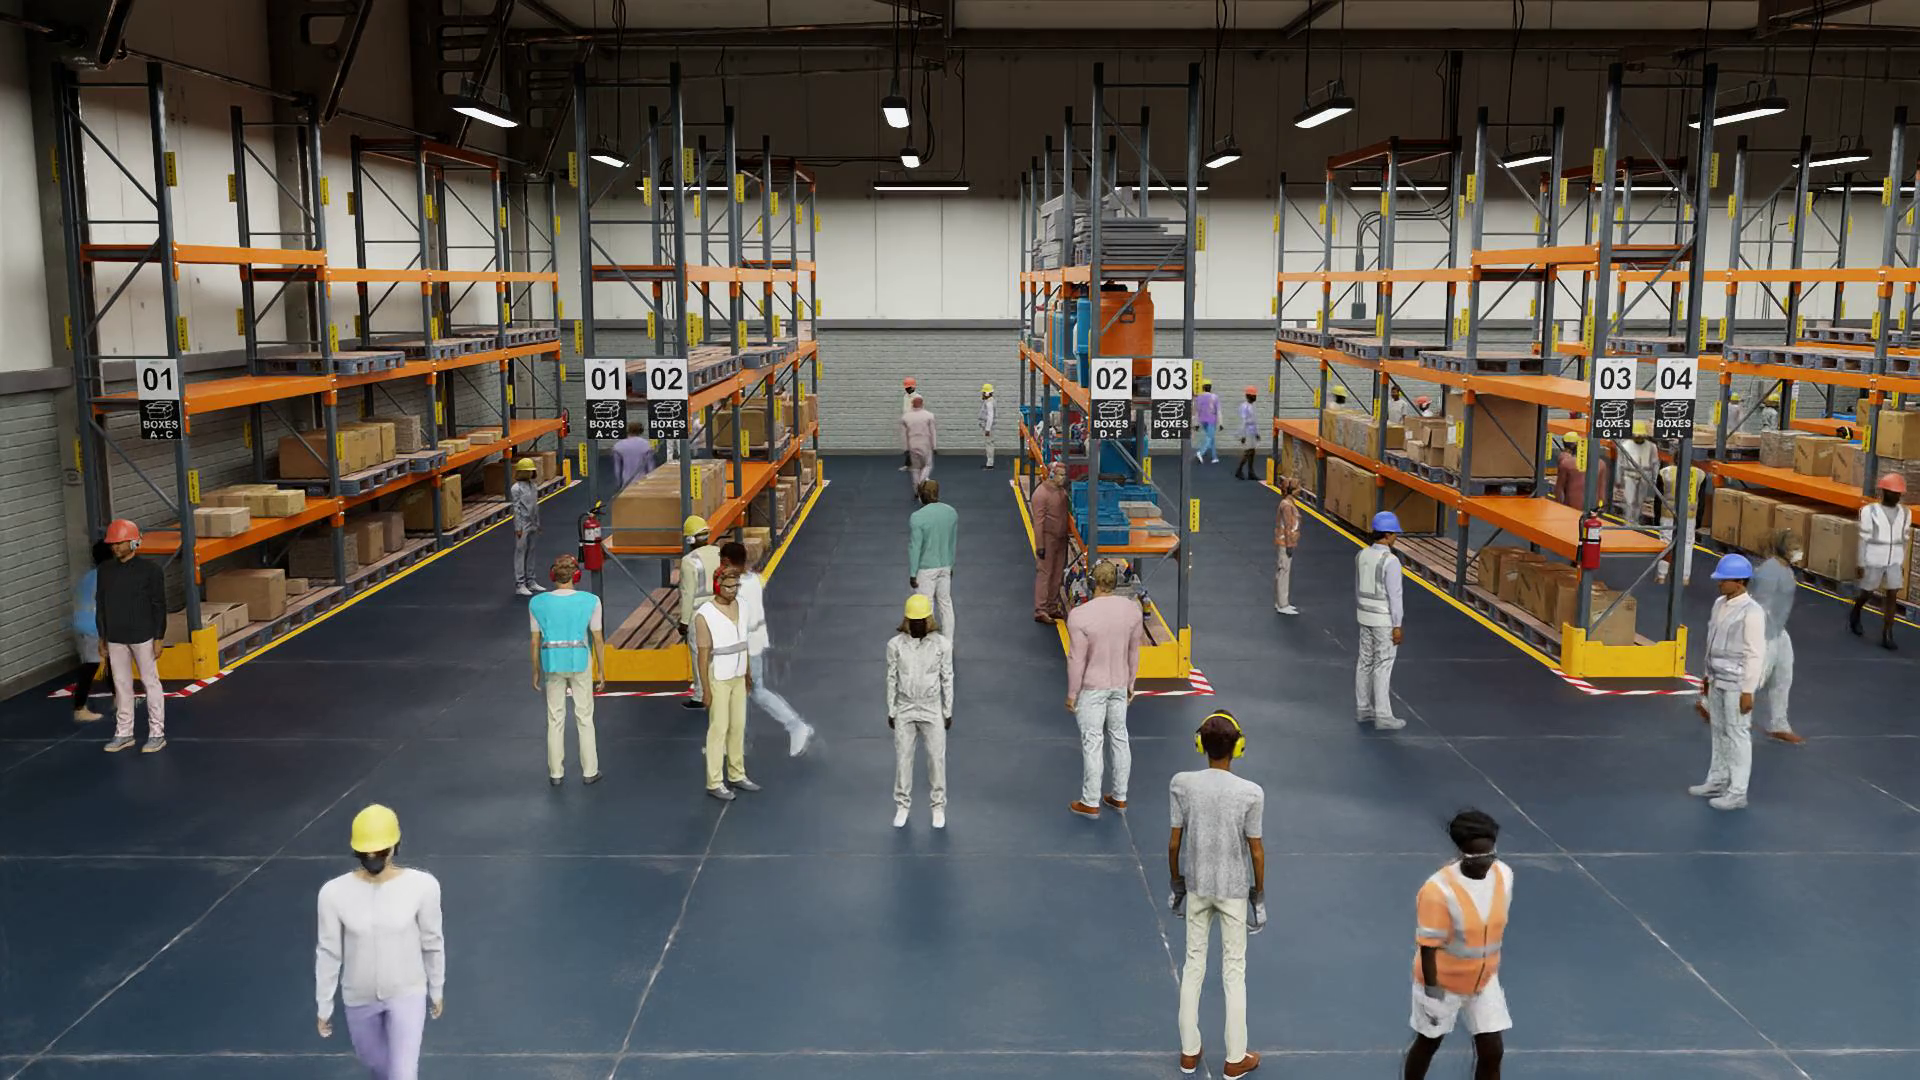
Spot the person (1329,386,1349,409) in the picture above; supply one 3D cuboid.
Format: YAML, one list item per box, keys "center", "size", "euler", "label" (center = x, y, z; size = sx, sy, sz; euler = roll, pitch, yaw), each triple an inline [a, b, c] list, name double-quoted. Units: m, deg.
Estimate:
- center: [7.565, -2.140, 33.403]
  size: [0.623, 1.892, 0.591]
  euler: [5, 10, 28]
  label: "person"

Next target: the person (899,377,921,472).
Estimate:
- center: [-1.027, -2.408, 34.811]
  size: [0.388, 1.987, 0.608]
  euler: [-7, 11, -38]
  label: "person"

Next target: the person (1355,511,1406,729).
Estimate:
- center: [3.754, 0.711, 14.864]
  size: [0.382, 1.949, 0.605]
  euler: [-3, 9, -21]
  label: "person"

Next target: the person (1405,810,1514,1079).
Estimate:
- center: [2.268, 1.994, 7.514]
  size: [0.549, 1.650, 0.777]
  euler: [-3, 9, -20]
  label: "person"

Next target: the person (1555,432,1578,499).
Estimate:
- center: [9.020, -0.730, 24.726]
  size: [0.329, 1.765, 0.527]
  euler: [1, 9, 6]
  label: "person"

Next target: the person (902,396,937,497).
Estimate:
- center: [-0.734, -1.722, 30.711]
  size: [0.661, 1.884, 0.422]
  euler: [3, 9, 18]
  label: "person"

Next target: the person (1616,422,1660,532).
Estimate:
- center: [10.578, -0.928, 25.887]
  size: [0.612, 1.785, 0.894]
  euler: [1, 9, 8]
  label: "person"

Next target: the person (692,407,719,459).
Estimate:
- center: [-4.539, -1.600, 30.213]
  size: [0.621, 1.811, 0.918]
  euler: [-1, 9, -7]
  label: "person"

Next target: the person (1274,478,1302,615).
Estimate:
- center: [3.937, 0.065, 20.007]
  size: [0.314, 1.642, 0.514]
  euler: [2, 9, 10]
  label: "person"

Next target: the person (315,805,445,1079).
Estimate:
- center: [-2.552, 1.982, 7.372]
  size: [0.531, 1.730, 0.871]
  euler: [-2, 9, -10]
  label: "person"

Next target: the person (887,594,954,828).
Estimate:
- center: [-0.294, 1.245, 12.124]
  size: [0.487, 1.736, 0.321]
  euler: [1, 9, 6]
  label: "person"

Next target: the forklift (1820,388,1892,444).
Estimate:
- center: [20.072, -3.110, 36.462]
  size: [1.873, 2.768, 1.129]
  euler: [0, 9, 0]
  label: "forklift"

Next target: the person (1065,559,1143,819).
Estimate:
- center: [1.053, 1.103, 12.379]
  size: [0.630, 1.940, 0.372]
  euler: [-5, 10, -30]
  label: "person"

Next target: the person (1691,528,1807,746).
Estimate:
- center: [6.891, 0.810, 14.398]
  size: [0.844, 1.905, 0.662]
  euler: [8, 12, 40]
  label: "person"

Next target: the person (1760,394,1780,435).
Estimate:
- center: [16.361, -2.092, 33.597]
  size: [0.317, 1.733, 0.491]
  euler: [0, 9, -3]
  label: "person"

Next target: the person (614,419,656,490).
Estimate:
- center: [-4.874, -0.868, 25.121]
  size: [0.649, 1.907, 0.816]
  euler: [1, 9, 3]
  label: "person"

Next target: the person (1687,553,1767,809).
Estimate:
- center: [5.837, 1.061, 12.616]
  size: [0.398, 1.944, 0.613]
  euler: [0, 9, -2]
  label: "person"

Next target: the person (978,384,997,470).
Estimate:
- center: [0.586, -2.389, 35.182]
  size: [0.404, 1.830, 0.603]
  euler: [1, 9, 4]
  label: "person"

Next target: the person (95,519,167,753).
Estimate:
- center: [-7.020, 0.810, 14.083]
  size: [0.612, 1.995, 0.376]
  euler: [1, 9, 6]
  label: "person"

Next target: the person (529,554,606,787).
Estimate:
- center: [-3.090, 1.034, 13.113]
  size: [0.572, 1.843, 0.373]
  euler: [-1, 9, -6]
  label: "person"

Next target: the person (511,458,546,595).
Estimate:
- center: [-5.522, -0.179, 21.249]
  size: [0.294, 1.744, 0.486]
  euler: [3, 9, 19]
  label: "person"

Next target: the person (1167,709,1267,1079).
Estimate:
- center: [1.290, 1.764, 8.331]
  size: [0.520, 1.876, 0.326]
  euler: [4, 10, 24]
  label: "person"

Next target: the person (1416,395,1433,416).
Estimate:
- center: [9.148, -1.983, 32.823]
  size: [0.342, 1.748, 0.573]
  euler: [3, 9, 19]
  label: "person"

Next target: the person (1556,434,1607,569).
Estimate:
- center: [8.542, -0.508, 22.895]
  size: [0.658, 1.890, 0.594]
  euler: [1, 9, 4]
  label: "person"

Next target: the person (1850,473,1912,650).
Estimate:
- center: [10.098, 0.202, 18.234]
  size: [0.555, 1.917, 0.807]
  euler: [1, 9, 6]
  label: "person"

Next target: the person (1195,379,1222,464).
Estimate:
- center: [5.405, -2.585, 36.367]
  size: [0.645, 1.865, 0.881]
  euler: [7, 12, 40]
  label: "person"

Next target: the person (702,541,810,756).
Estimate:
- center: [-1.727, 0.917, 13.799]
  size: [0.881, 1.865, 0.644]
  euler: [2, 9, 12]
  label: "person"

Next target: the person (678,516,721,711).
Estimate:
- center: [-2.413, 0.678, 15.483]
  size: [0.403, 1.822, 0.589]
  euler: [5, 10, 30]
  label: "person"

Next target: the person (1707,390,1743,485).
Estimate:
- center: [15.074, -2.036, 32.749]
  size: [0.647, 1.898, 0.942]
  euler: [2, 9, 13]
  label: "person"

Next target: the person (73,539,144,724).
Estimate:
- center: [-7.767, 0.814, 15.130]
  size: [0.744, 1.649, 0.539]
  euler: [-8, 12, -42]
  label: "person"

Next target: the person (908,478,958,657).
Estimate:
- center: [-0.289, 0.309, 17.520]
  size: [0.630, 1.933, 0.364]
  euler: [-8, 12, -40]
  label: "person"

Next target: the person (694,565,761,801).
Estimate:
- center: [-1.820, 1.088, 12.825]
  size: [0.408, 1.830, 0.579]
  euler: [5, 10, 30]
  label: "person"

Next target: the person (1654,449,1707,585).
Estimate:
- center: [9.442, -0.315, 21.850]
  size: [0.618, 1.836, 0.429]
  euler: [2, 9, 15]
  label: "person"

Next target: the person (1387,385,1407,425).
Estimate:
- center: [8.998, -2.269, 34.341]
  size: [0.326, 1.861, 0.508]
  euler: [-7, 11, -38]
  label: "person"

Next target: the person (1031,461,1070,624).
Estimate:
- center: [1.093, 0.025, 19.458]
  size: [0.399, 1.899, 0.649]
  euler: [6, 11, 34]
  label: "person"

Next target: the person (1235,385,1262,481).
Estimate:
- center: [5.820, -2.136, 33.238]
  size: [0.435, 1.929, 0.565]
  euler: [5, 10, 30]
  label: "person"
